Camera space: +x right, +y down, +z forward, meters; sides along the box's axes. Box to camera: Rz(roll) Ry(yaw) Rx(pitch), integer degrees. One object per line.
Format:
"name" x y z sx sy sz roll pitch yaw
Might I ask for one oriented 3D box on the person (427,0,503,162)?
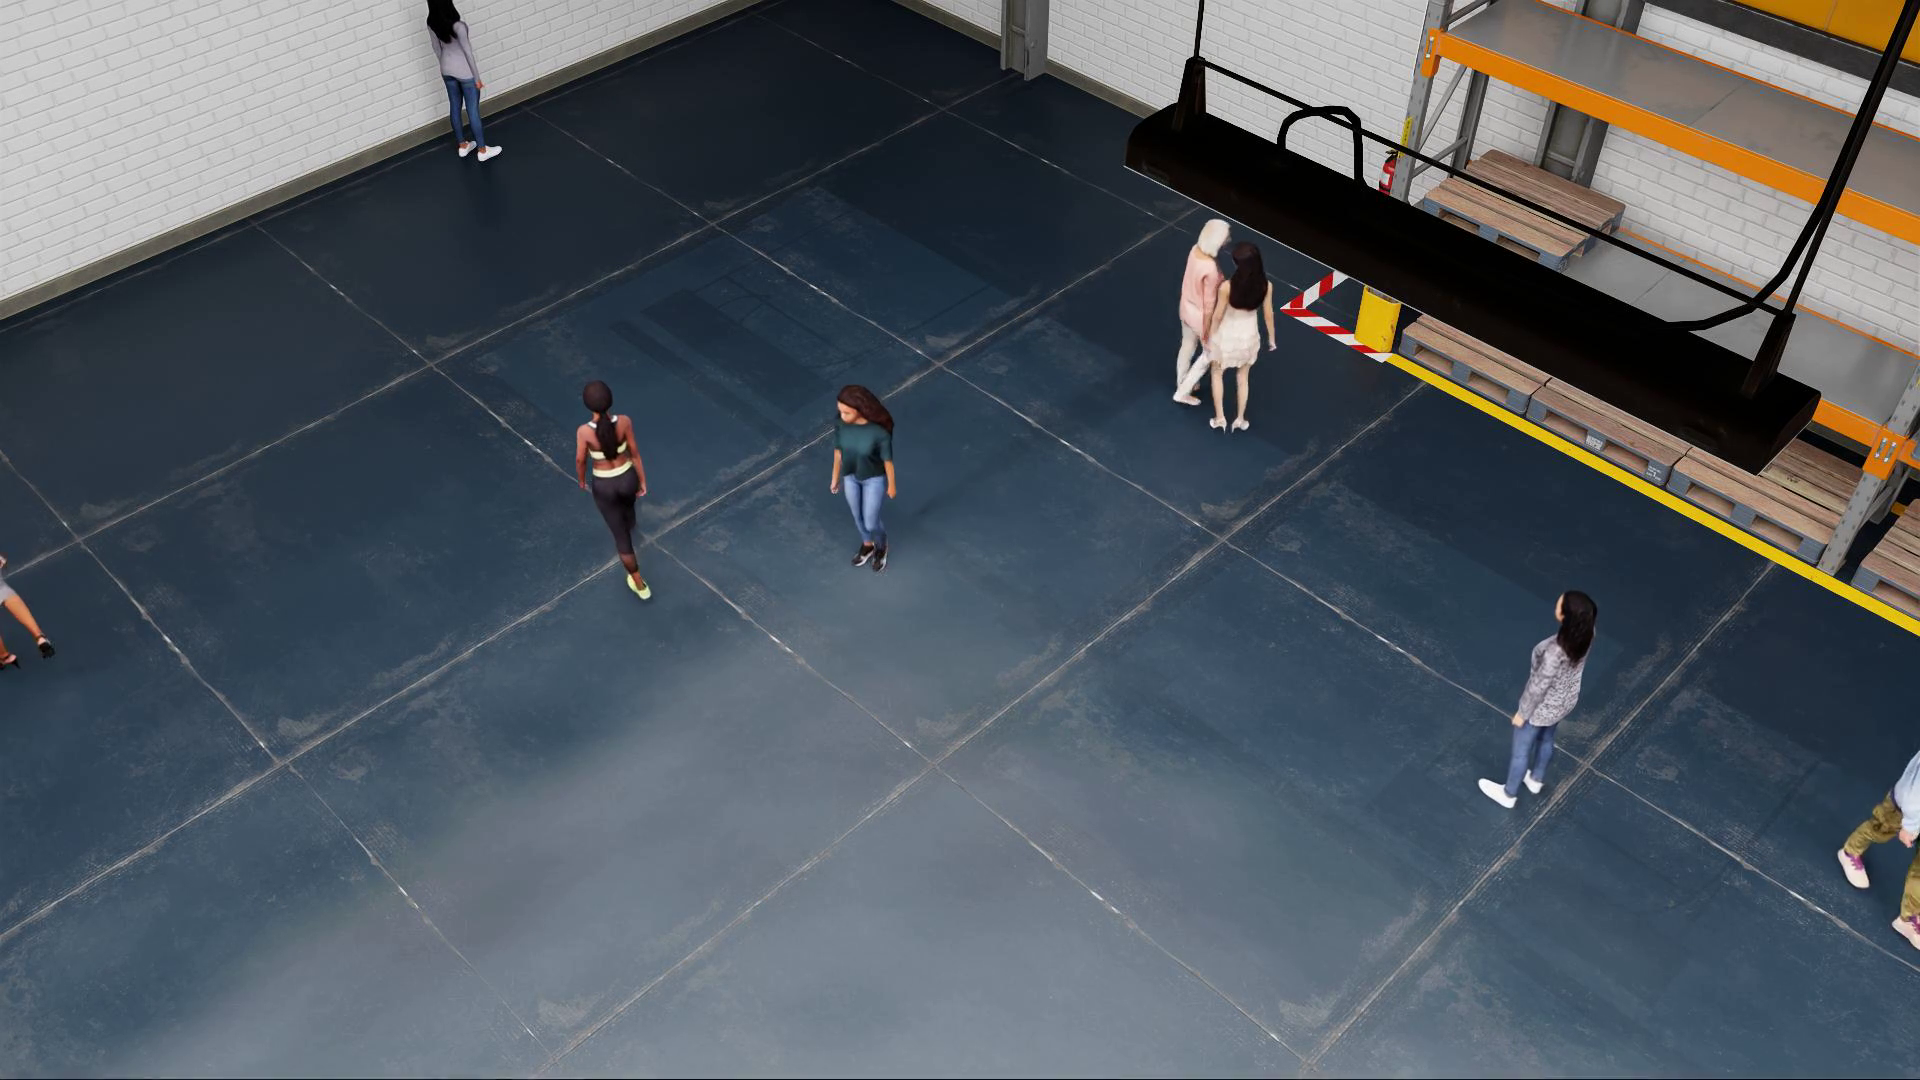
"person" -4.741 -4.406 15.694 0.573 1.736 0.727 19 47 19

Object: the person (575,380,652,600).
"person" -2.330 -0.292 11.387 0.798 1.720 1.102 -20 47 -20

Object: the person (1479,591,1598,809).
"person" 3.559 0.970 10.053 0.643 1.731 0.573 -28 50 -26

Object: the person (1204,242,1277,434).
"person" 2.096 -1.486 12.633 0.740 1.729 0.797 5 44 5

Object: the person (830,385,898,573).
"person" -0.643 -0.479 11.667 0.607 1.604 0.735 22 48 21

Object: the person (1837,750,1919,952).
"person" 5.467 1.464 9.511 1.061 1.765 1.156 -4 44 -4

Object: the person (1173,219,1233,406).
"person" 1.803 -1.725 12.893 0.734 1.717 0.627 -18 46 -18
